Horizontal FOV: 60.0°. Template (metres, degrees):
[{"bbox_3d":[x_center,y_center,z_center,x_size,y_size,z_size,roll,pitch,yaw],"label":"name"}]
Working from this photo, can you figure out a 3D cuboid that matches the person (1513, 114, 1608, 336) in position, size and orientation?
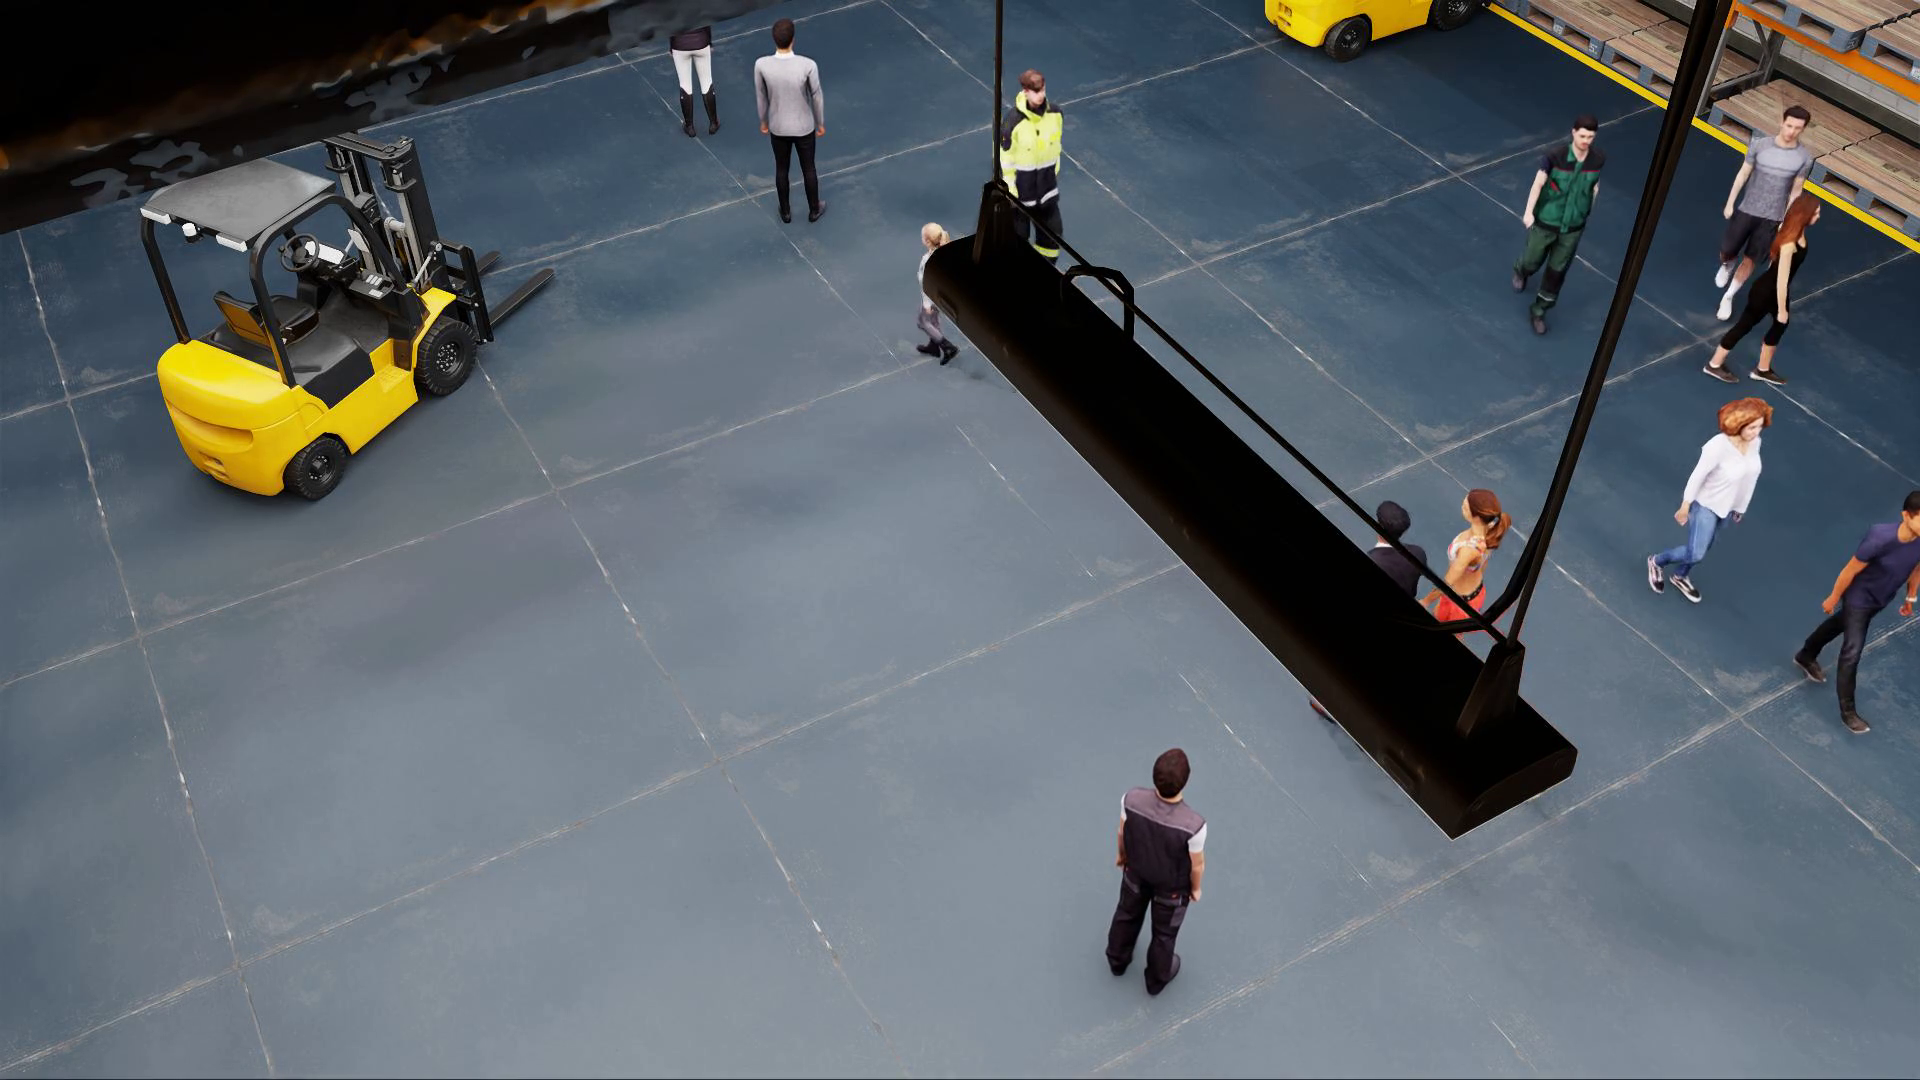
[{"bbox_3d":[4.865,-2.641,13.543,1.012,1.883,1.139,3,44,3],"label":"person"}]

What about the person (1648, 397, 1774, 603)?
[{"bbox_3d":[5.032,-0.315,11.232,0.653,1.701,0.651,-18,47,-18],"label":"person"}]

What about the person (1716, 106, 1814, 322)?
[{"bbox_3d":[6.589,-2.728,13.653,0.927,1.857,0.955,19,47,19],"label":"person"}]

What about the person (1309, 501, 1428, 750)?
[{"bbox_3d":[2.556,0.597,10.161,0.798,1.858,0.821,-10,45,-11],"label":"person"}]

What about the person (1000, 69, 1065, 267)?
[{"bbox_3d":[0.535,-3.094,13.959,0.779,1.964,0.781,-23,48,-22],"label":"person"}]

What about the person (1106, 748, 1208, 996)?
[{"bbox_3d":[1.058,1.783,8.927,0.700,1.843,0.812,23,48,23],"label":"person"}]

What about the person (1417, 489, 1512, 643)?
[{"bbox_3d":[3.184,0.432,10.402,1.030,1.765,0.825,27,50,26],"label":"person"}]

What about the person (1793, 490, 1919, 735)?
[{"bbox_3d":[5.704,0.294,10.549,0.822,1.761,1.087,-12,45,-12],"label":"person"}]

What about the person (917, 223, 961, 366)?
[{"bbox_3d":[-0.156,-1.948,13.261,0.753,1.268,0.662,19,47,19],"label":"person"}]

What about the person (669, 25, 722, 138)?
[{"bbox_3d":[-2.547,-4.646,15.760,0.635,1.727,0.651,-9,44,-9],"label":"person"}]

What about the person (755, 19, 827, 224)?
[{"bbox_3d":[-1.479,-3.653,14.575,0.837,1.923,0.839,1,44,1],"label":"person"}]

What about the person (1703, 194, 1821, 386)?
[{"bbox_3d":[6.199,-1.942,12.938,0.931,1.704,0.767,28,50,26],"label":"person"}]
